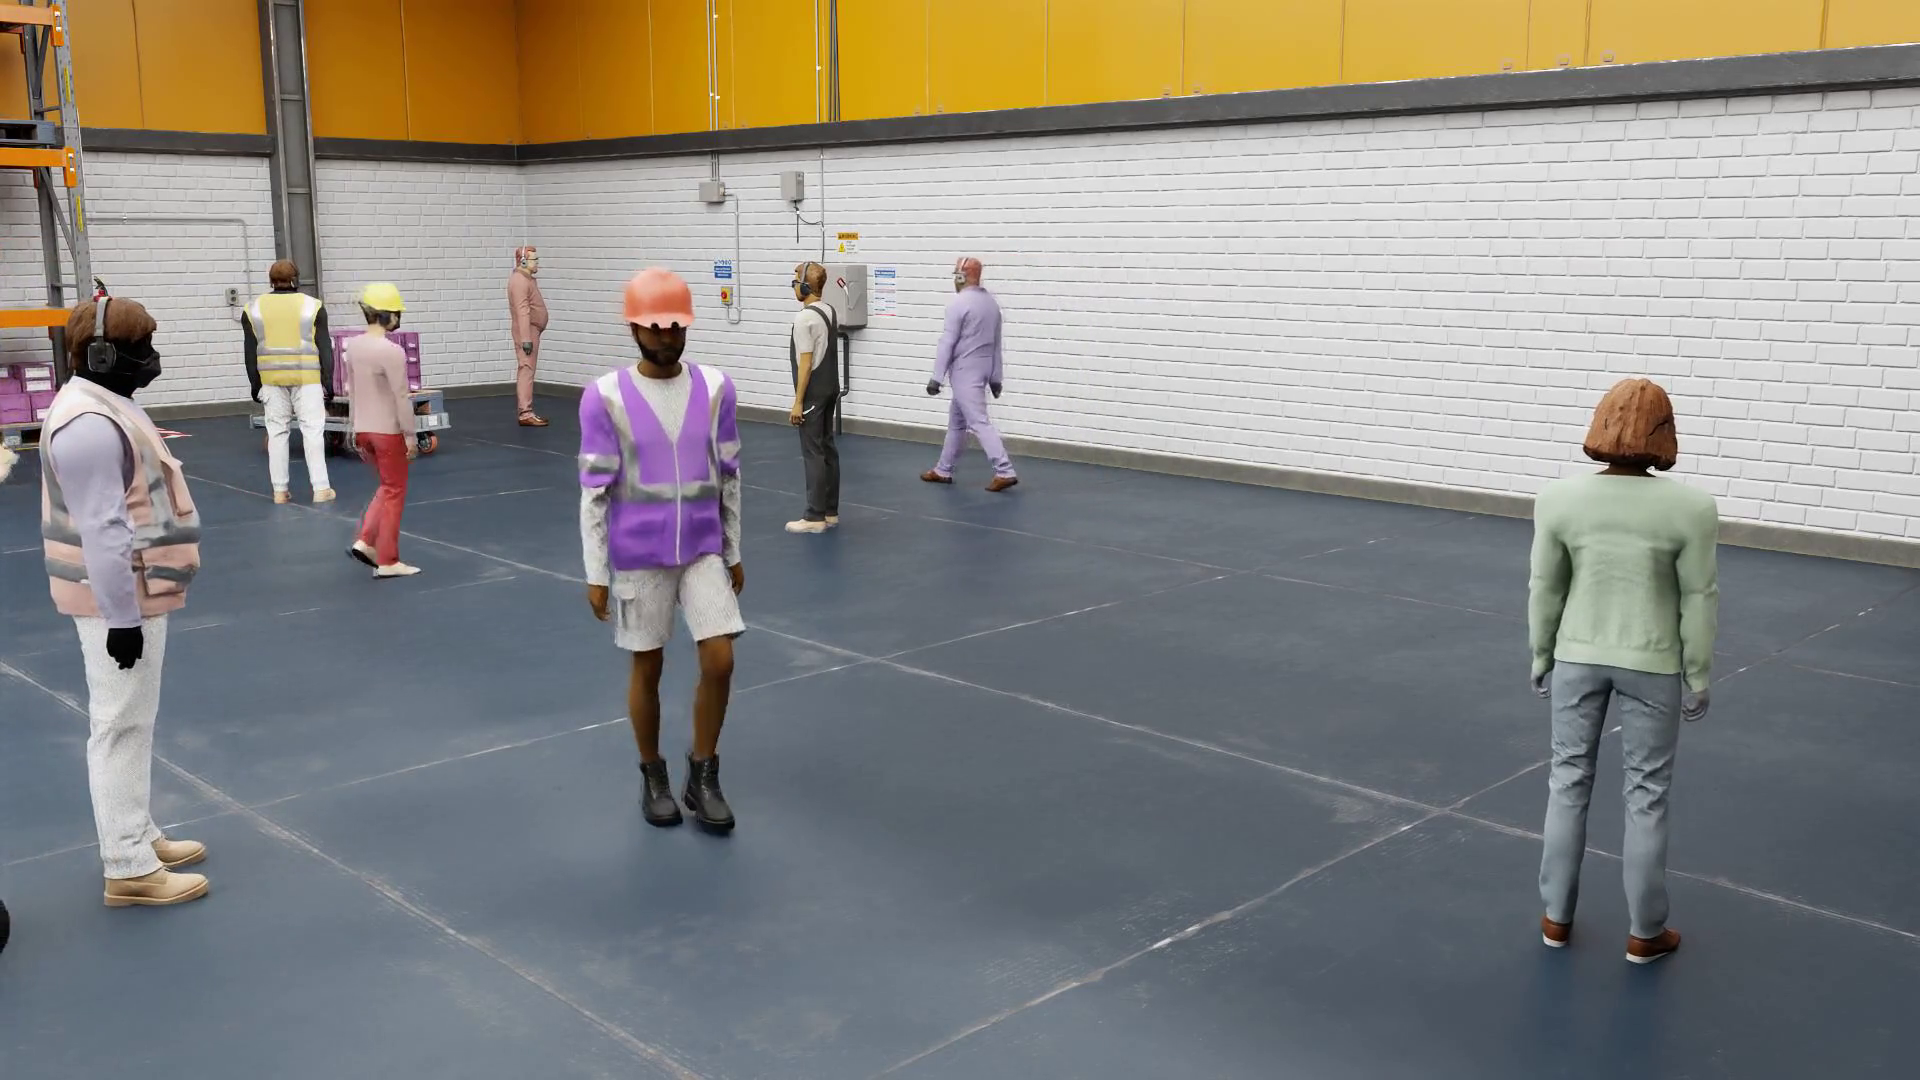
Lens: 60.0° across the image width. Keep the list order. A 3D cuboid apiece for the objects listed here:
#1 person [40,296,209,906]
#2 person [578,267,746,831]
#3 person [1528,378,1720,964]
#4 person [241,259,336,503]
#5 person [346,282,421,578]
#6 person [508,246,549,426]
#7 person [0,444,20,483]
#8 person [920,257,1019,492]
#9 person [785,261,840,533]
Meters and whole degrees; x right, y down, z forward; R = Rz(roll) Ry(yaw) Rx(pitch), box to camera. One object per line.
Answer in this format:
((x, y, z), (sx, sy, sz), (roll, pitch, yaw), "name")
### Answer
((-2.539, 0.183, 5.089), (0.429, 1.841, 0.634), (-5, 11, -23), "person")
((-0.965, 0.057, 5.567), (0.584, 1.912, 0.629), (-5, 11, -25), "person")
((1.841, 0.365, 4.659), (0.498, 1.634, 0.278), (7, 12, 33), "person")
((-5.066, -1.196, 12.618), (0.634, 1.839, 0.429), (-2, 11, -10), "person")
((-3.377, -0.640, 9.831), (0.545, 1.747, 0.372), (8, 13, 37), "person")
((-4.586, -2.167, 17.729), (0.405, 1.906, 0.652), (-2, 11, -13), "person")
((-7.954, -1.358, 13.053), (0.619, 2.011, 0.964), (7, 13, 35), "person")
((0.086, -1.322, 13.276), (1.004, 1.861, 0.642), (6, 12, 28), "person")
((-1.003, -0.968, 11.360), (0.345, 1.846, 0.506), (4, 11, 20), "person")
